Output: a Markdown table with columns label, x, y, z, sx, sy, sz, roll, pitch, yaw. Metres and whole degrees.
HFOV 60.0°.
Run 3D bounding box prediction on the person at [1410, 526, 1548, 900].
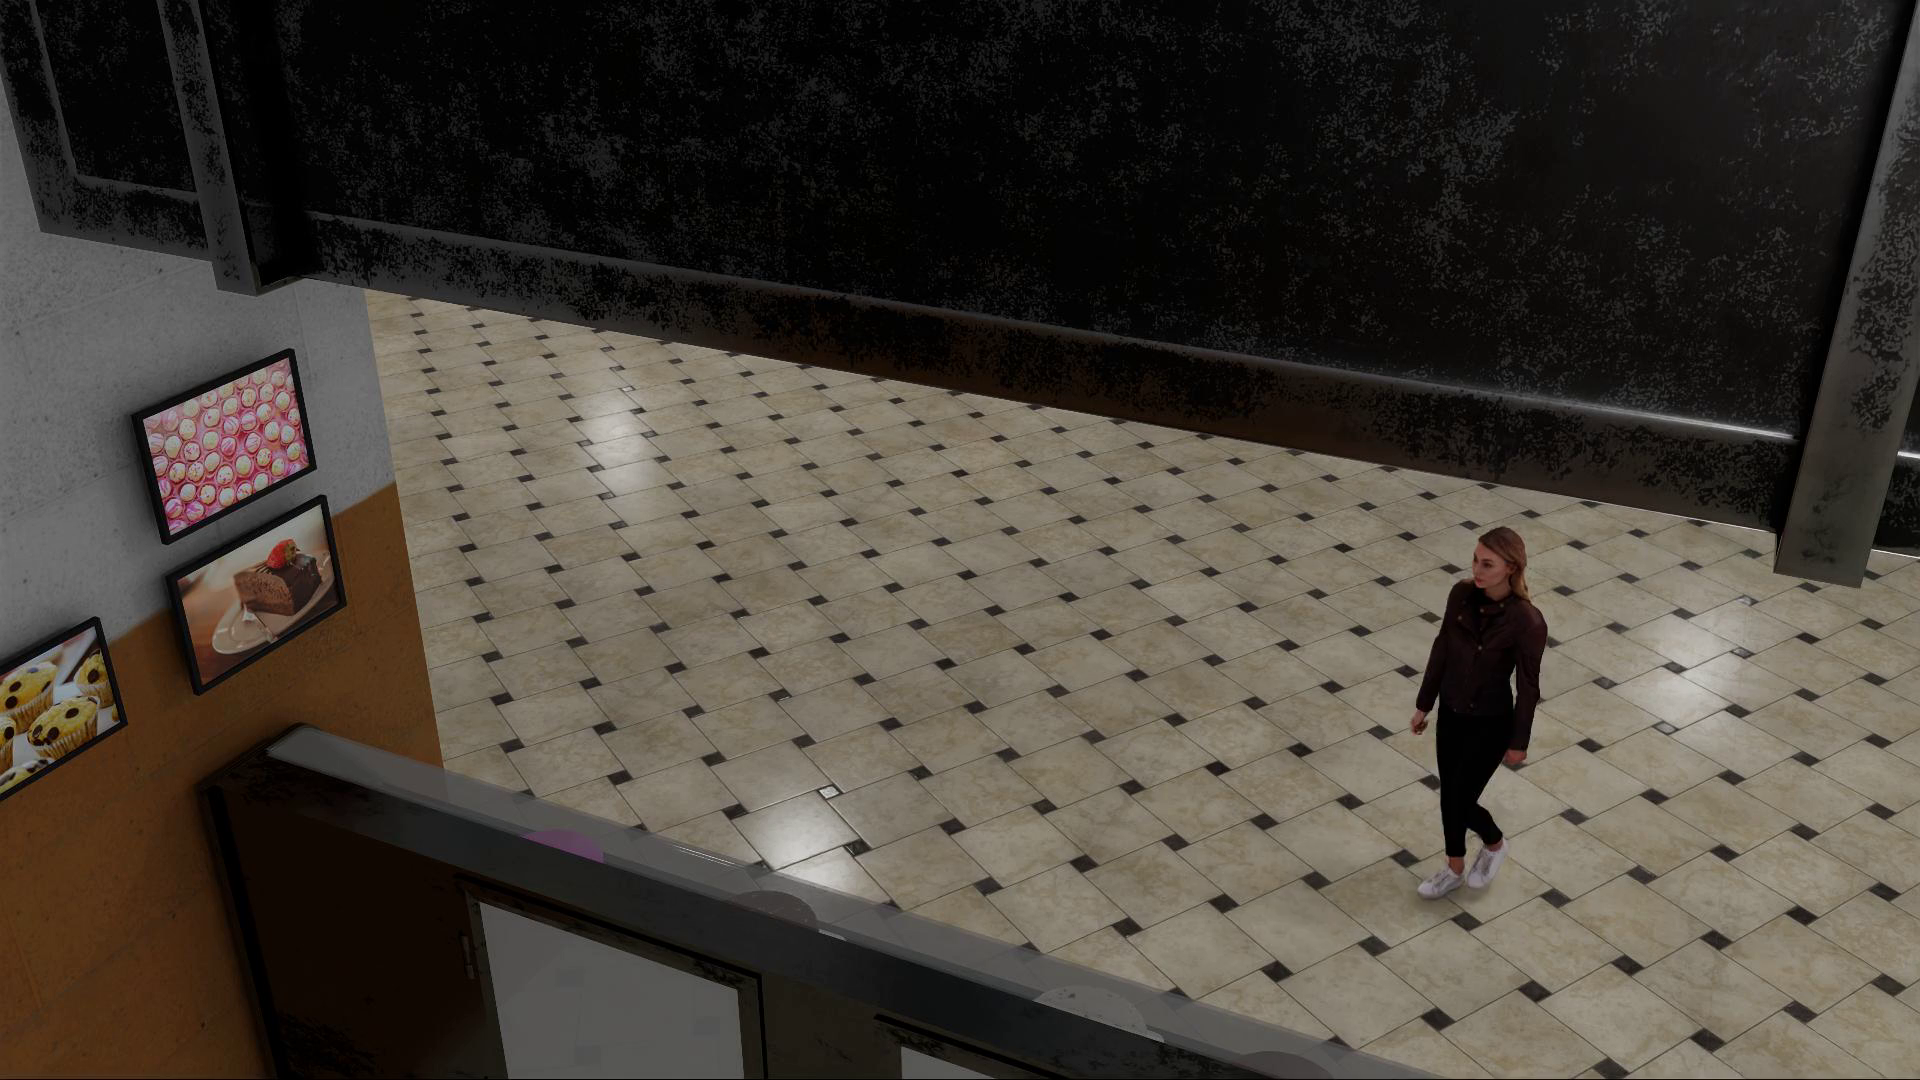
| label | x | y | z | sx | sy | sz | roll | pitch | yaw |
| --- | --- | --- | --- | --- | --- | --- | --- | --- | --- |
| person | 2.117 | 0.702 | 6.663 | 0.804 | 1.692 | 0.753 | -14 | 30 | -26 |
